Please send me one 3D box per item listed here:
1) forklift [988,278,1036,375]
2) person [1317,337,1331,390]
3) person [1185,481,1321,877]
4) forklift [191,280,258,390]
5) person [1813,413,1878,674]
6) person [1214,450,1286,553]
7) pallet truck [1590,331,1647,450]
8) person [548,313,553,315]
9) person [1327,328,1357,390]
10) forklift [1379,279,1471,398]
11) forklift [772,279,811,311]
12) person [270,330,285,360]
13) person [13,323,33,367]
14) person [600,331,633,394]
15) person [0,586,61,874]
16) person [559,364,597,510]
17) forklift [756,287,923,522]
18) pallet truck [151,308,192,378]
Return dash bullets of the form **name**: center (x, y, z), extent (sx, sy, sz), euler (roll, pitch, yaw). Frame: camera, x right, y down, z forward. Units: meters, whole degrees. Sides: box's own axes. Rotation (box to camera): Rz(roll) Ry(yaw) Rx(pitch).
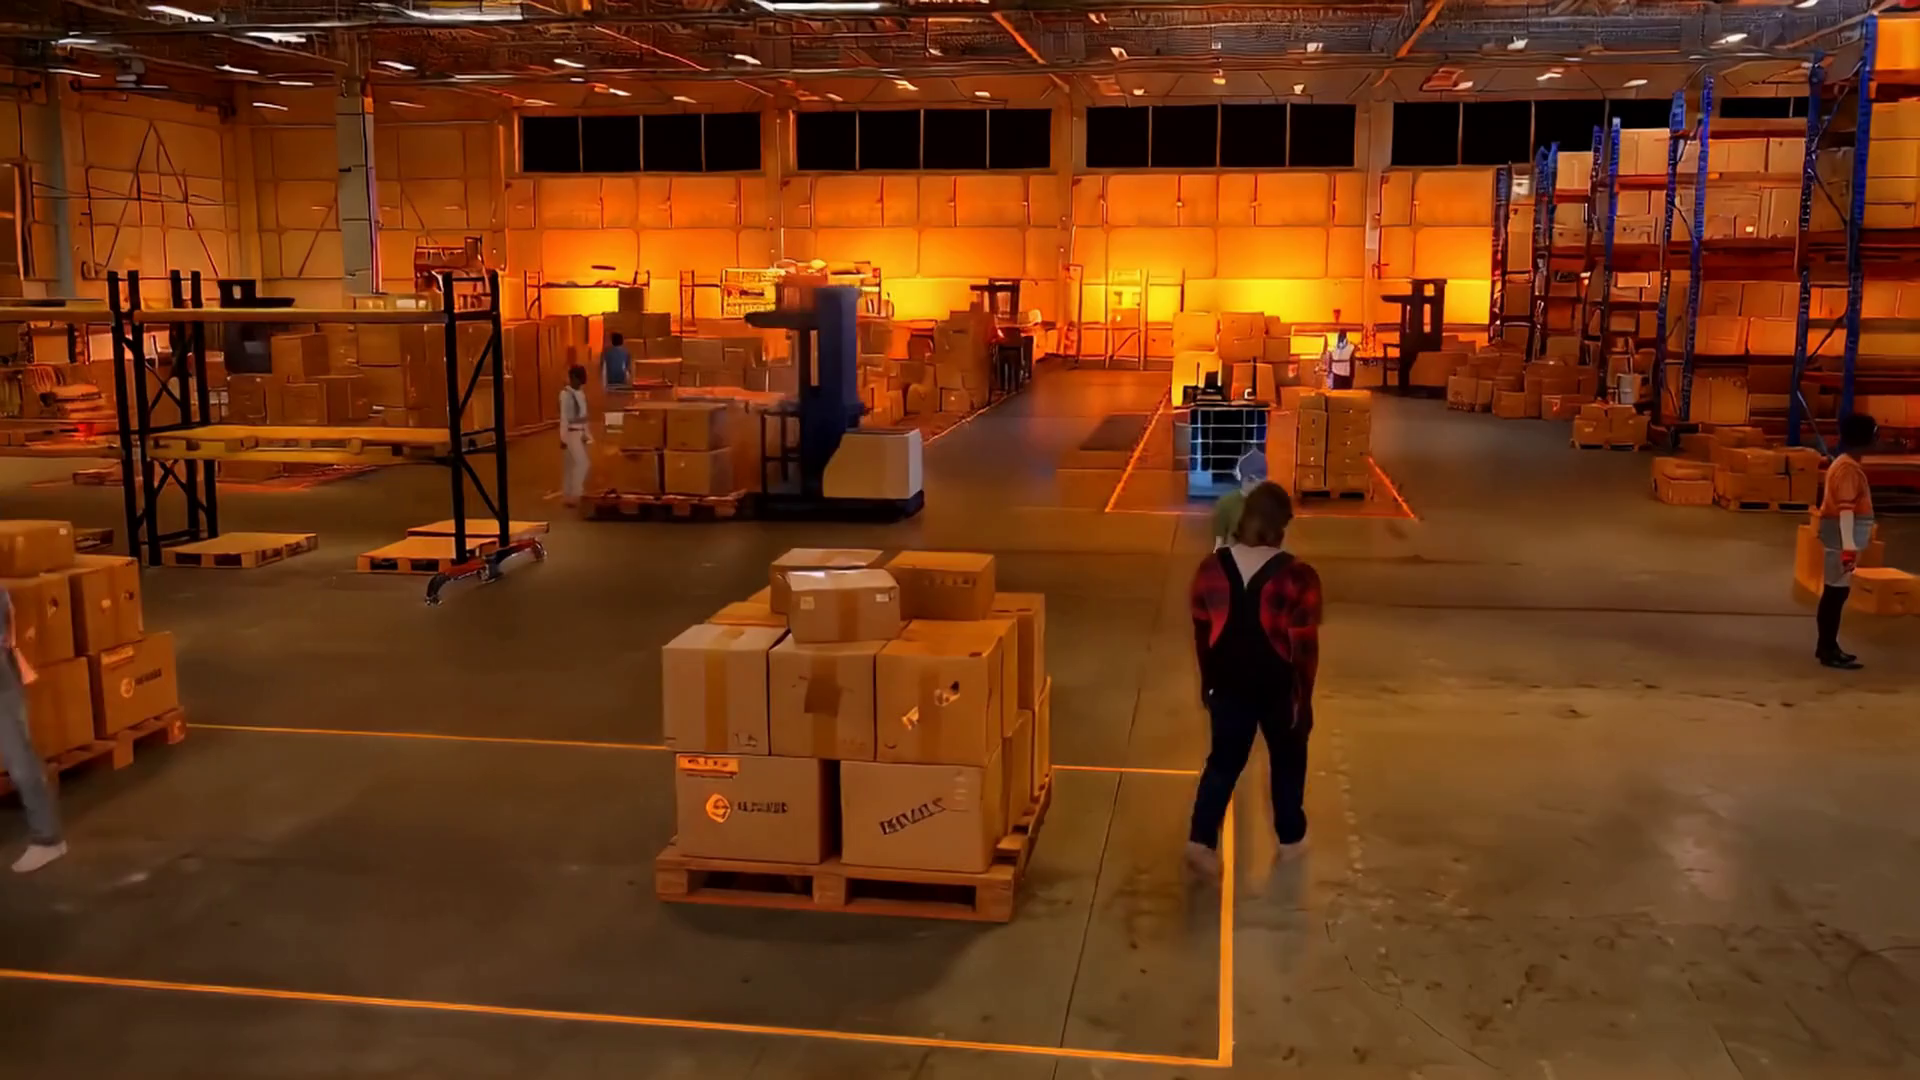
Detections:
- **forklift**: center (1.278, -6.085, 47.444), extent (1.129, 2.768, 1.873), euler (6, 11, 34)
- **person**: center (7.649, -3.432, 34.902), extent (0.310, 1.638, 0.523), euler (-2, 9, -10)
- **person**: center (1.463, 0.677, 8.322), extent (0.687, 2.000, 0.987), euler (6, 11, 34)
- **forklift**: center (-15.675, -4.266, 36.222), extent (1.873, 2.768, 1.129), euler (1, 9, 9)
- **person**: center (6.727, 0.014, 12.638), extent (0.367, 1.966, 0.603), euler (4, 10, 21)
- **person**: center (1.995, 0.265, 11.548), extent (0.519, 1.831, 0.929), euler (-1, 9, -8)
- **pallet truck**: center (11.253, -2.573, 28.499), extent (0.823, 1.965, 1.885), euler (5, 10, 27)
- **person**: center (-10.562, -4.938, 43.286), extent (0.371, 1.934, 0.627), euler (-2, 9, -11)
- **person**: center (7.562, -3.238, 32.882), extent (0.386, 1.910, 0.592), euler (-9, 13, -44)
- **forklift**: center (11.180, -4.837, 39.748), extent (1.129, 2.768, 1.873), euler (-7, 11, -35)
- **forklift**: center (-4.257, -5.229, 42.164), extent (1.129, 2.768, 1.873), euler (4, 10, 24)
- **person**: center (-16.311, -4.254, 40.055), extent (0.532, 1.615, 0.672), euler (-2, 9, -11)
- **person**: center (-19.517, -3.556, 34.730), extent (0.347, 1.943, 0.544), euler (-2, 9, -14)
- **person**: center (-6.283, -2.847, 30.406), extent (0.642, 1.927, 0.645), euler (4, 10, 22)
- **person**: center (-4.910, 0.789, 8.139), extent (0.634, 1.865, 0.966), euler (5, 11, 29)
- **person**: center (-4.791, -1.280, 20.945), extent (0.619, 1.866, 0.598), euler (1, 9, 5)
- **forklift**: center (-1.451, -1.679, 20.270), extent (1.873, 2.768, 1.129), euler (1, 9, 9)
- **pallet truck**: center (-21.869, -5.598, 47.154), extent (0.823, 1.965, 1.885), euler (4, 10, 26)
